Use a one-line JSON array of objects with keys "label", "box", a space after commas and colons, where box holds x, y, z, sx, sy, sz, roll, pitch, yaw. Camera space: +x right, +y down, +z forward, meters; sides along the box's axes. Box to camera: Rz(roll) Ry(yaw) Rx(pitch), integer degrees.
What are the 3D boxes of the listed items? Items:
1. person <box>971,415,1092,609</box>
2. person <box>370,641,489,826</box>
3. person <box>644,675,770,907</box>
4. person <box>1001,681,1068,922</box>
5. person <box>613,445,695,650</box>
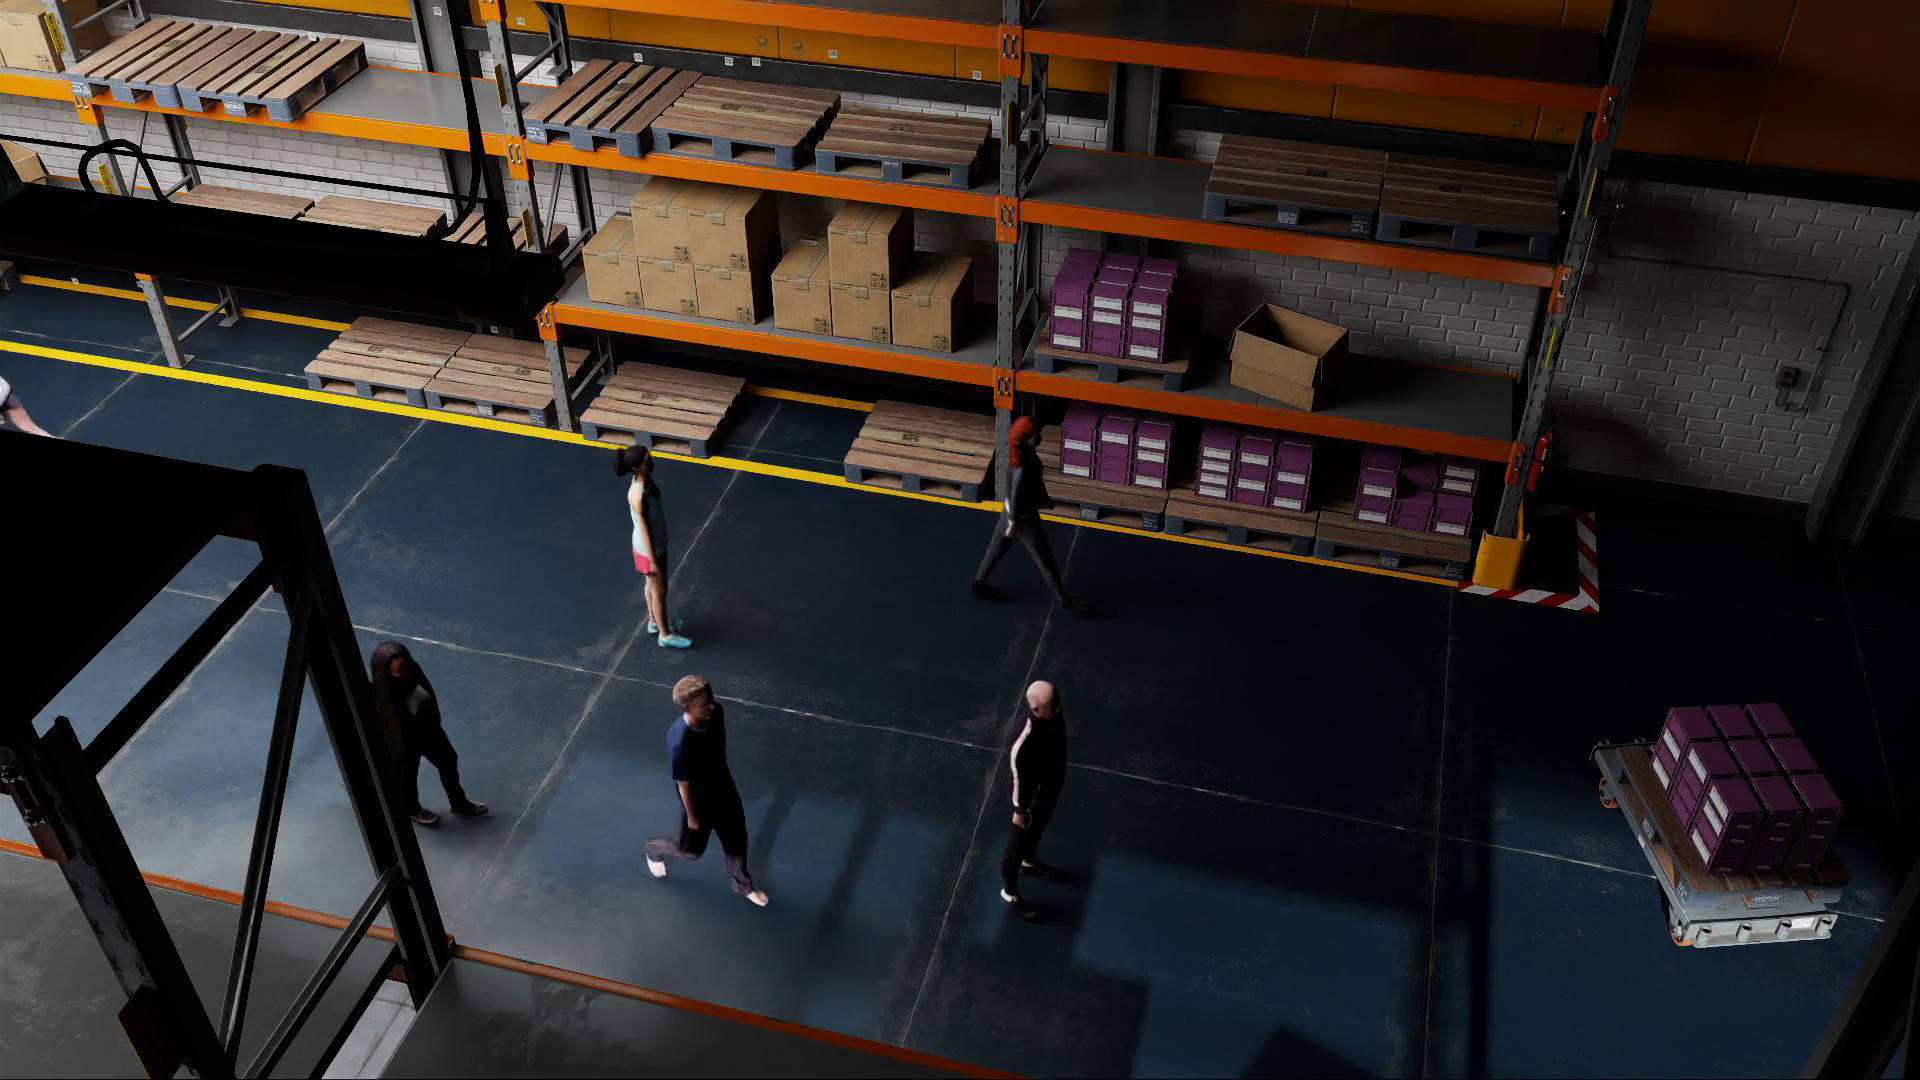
[{"label": "person", "box": [0.378, -0.186, 12.458, 1.196, 1.717, 0.722, 4, 39, 4]}, {"label": "person", "box": [-3.634, 1.257, 10.746, 0.762, 1.598, 0.669, 10, 40, 12]}, {"label": "person", "box": [-1.638, 1.543, 10.190, 1.150, 1.845, 0.873, 21, 43, 24]}, {"label": "person", "box": [0.441, 1.538, 10.205, 0.647, 1.834, 0.729, 18, 42, 21]}, {"label": "person", "box": [-2.266, 0.039, 12.135, 0.736, 1.769, 0.684, -2, 39, -3]}]
